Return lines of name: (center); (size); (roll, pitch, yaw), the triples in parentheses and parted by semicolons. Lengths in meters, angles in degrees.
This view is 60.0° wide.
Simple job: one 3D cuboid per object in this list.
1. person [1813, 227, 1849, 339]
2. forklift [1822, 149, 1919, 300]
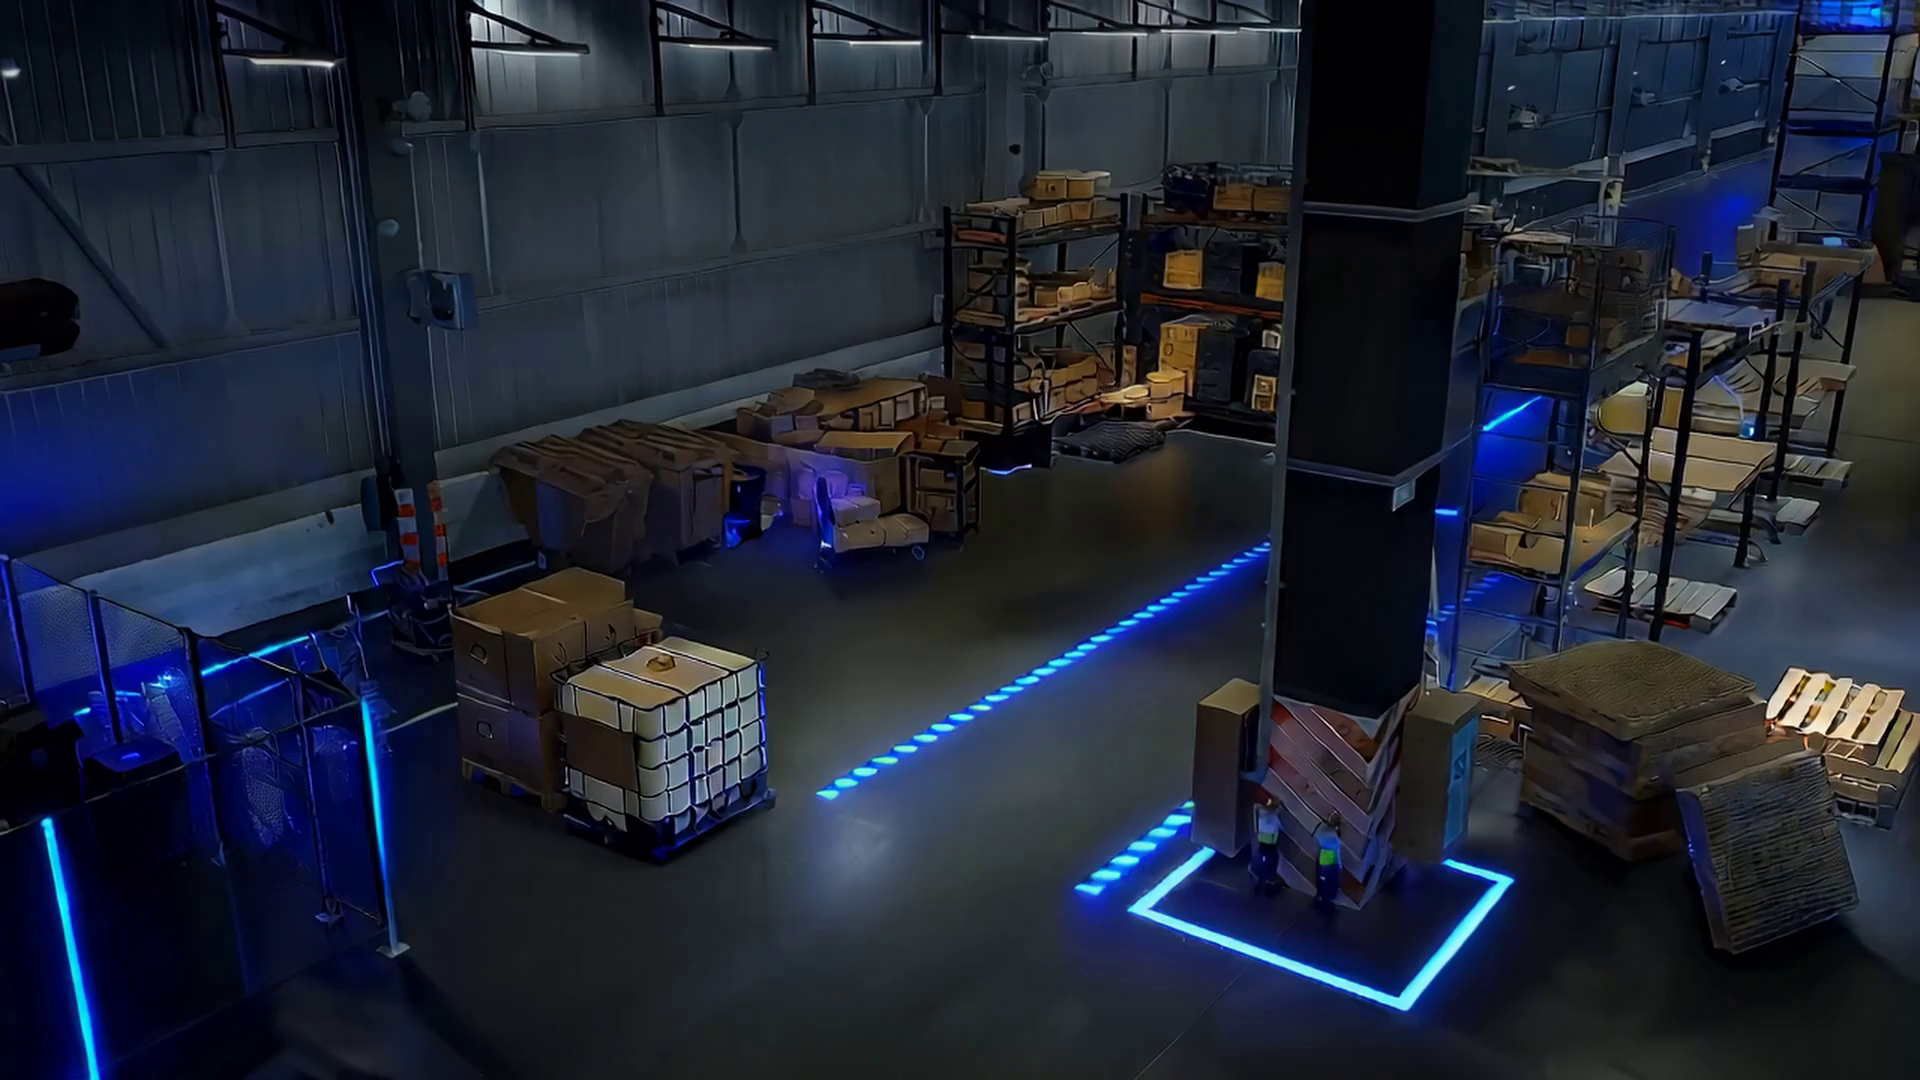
person: (15.120, -4.487, 28.894); (0.579, 1.898, 0.899); (10, 21, 29)
forklift: (18.113, -6.238, 32.713); (1.873, 2.768, 1.129); (7, 19, 20)
